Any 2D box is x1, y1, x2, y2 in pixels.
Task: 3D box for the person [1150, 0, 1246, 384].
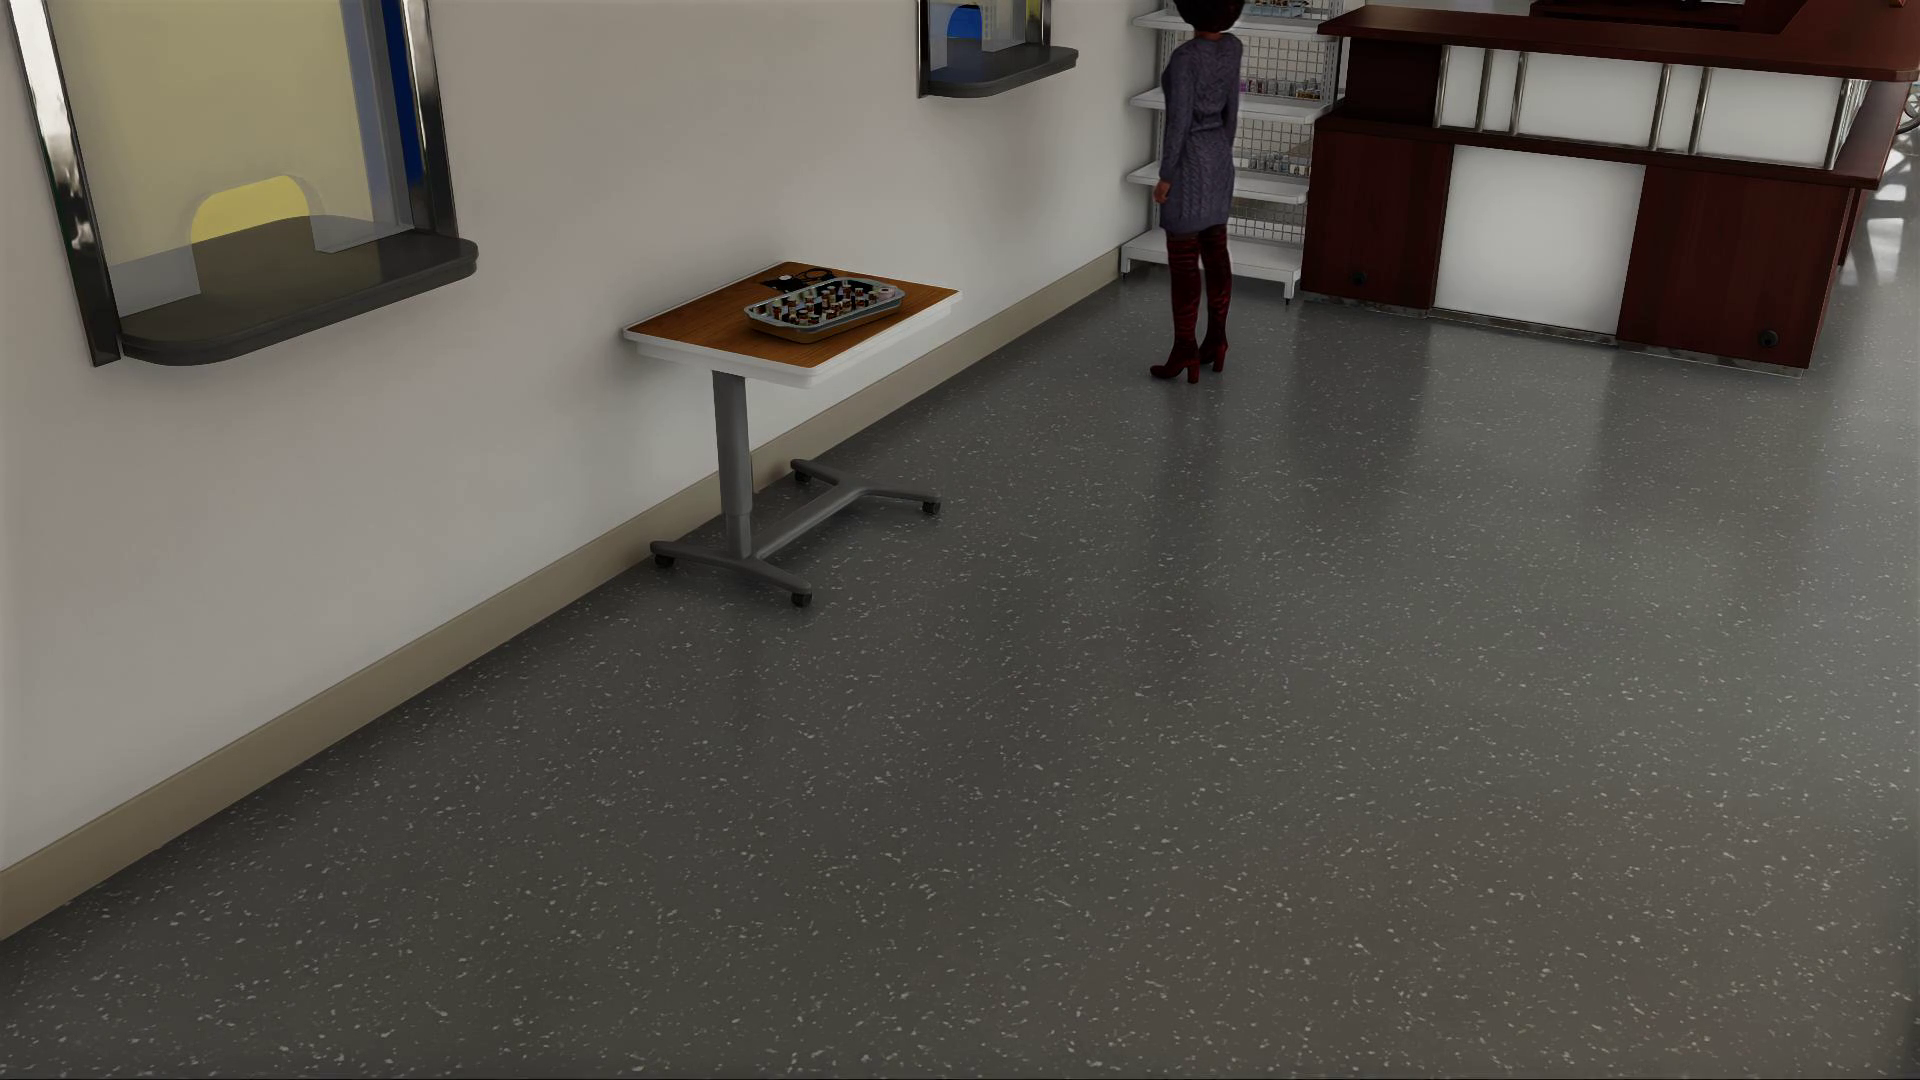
[{"bbox_3d":[0.986,-1.501,6.862,0.646,1.710,0.605,-22,33,-37],"label":"person"}]
